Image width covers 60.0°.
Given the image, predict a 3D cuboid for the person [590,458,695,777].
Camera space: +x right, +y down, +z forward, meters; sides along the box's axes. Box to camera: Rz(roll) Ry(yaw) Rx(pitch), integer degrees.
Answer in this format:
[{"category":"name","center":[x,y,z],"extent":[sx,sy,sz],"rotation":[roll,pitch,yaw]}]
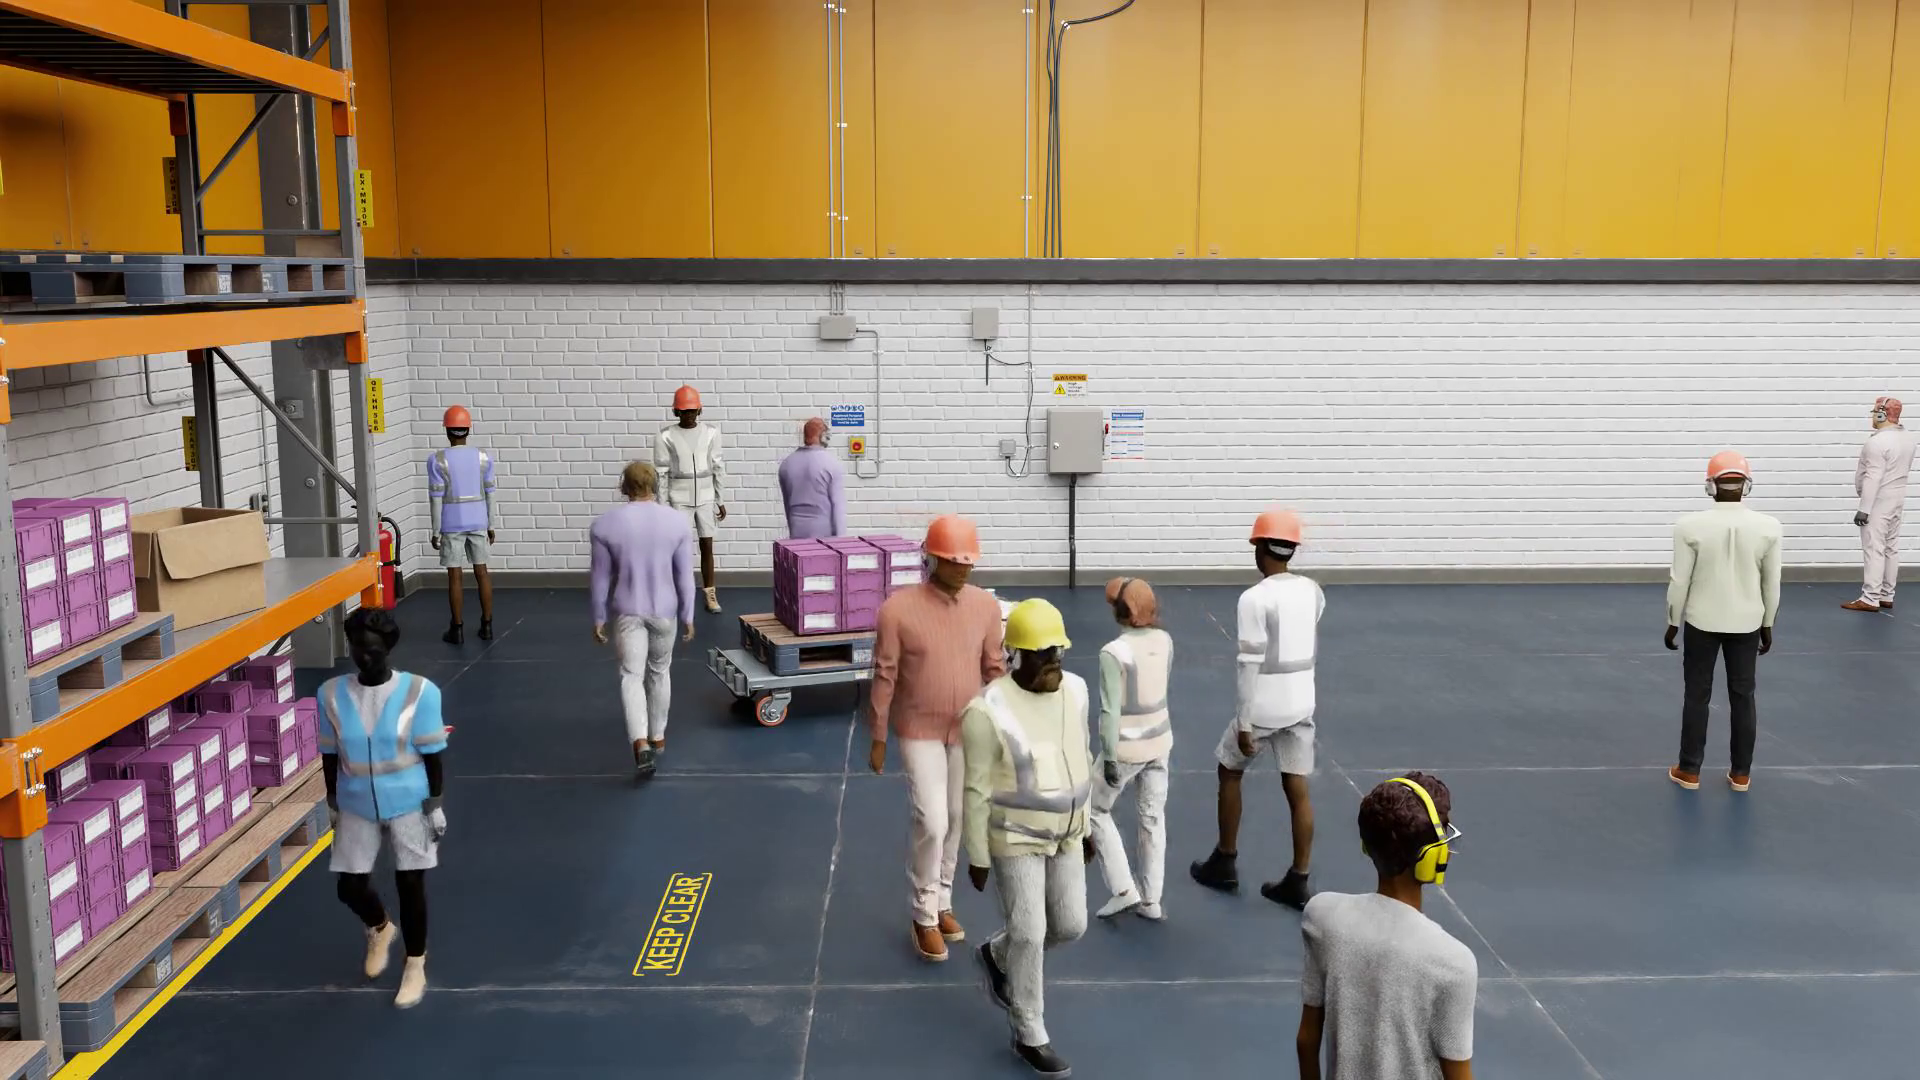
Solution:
[{"category":"person","center":[-1.916,0.456,10.094],"extent":[0.629,1.904,0.931],"rotation":[-2,10,-15]}]

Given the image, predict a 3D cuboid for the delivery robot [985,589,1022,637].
[{"category":"delivery robot","center":[0.223,0.620,12.877],"extent":[0.707,0.478,0.477],"rotation":[-4,10,-21]}]

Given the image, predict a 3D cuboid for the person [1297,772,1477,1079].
[{"category":"person","center":[1.031,1.464,3.969],"extent":[0.327,1.874,0.520],"rotation":[-7,12,-38]}]

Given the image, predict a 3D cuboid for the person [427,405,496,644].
[{"category":"person","center":[-4.040,-0.124,13.501],"extent":[0.543,1.939,0.355],"rotation":[-6,11,-33]}]

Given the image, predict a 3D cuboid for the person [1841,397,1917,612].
[{"category":"person","center":[8.154,-0.315,14.769],"extent":[0.641,1.908,0.407],"rotation":[-7,11,-35]}]

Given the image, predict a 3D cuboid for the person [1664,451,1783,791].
[{"category":"person","center":[4.425,0.475,9.678],"extent":[0.609,1.986,0.392],"rotation":[2,9,11]}]

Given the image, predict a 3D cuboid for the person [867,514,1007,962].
[{"category":"person","center":[-0.041,0.864,7.347],"extent":[0.639,1.964,0.671],"rotation":[-5,11,-28]}]

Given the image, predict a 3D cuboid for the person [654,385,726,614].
[{"category":"person","center":[-2.357,-0.343,14.589],"extent":[0.615,2.028,0.409],"rotation":[-4,10,-24]}]

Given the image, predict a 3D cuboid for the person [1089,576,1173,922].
[{"category":"person","center":[0.794,0.976,7.710],"extent":[0.512,1.627,0.385],"rotation":[-8,12,-41]}]

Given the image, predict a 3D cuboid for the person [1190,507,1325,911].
[{"category":"person","center":[1.461,0.789,8.032],"extent":[0.558,1.888,0.822],"rotation":[-6,11,-33]}]

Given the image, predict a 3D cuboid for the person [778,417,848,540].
[{"category":"person","center":[-1.075,-0.043,13.231],"extent":[0.656,1.858,0.947],"rotation":[5,11,30]}]

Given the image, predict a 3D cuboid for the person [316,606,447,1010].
[{"category":"person","center":[-2.367,1.091,6.834],"extent":[0.534,1.687,0.383],"rotation":[0,9,-3]}]

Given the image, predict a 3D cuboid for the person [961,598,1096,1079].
[{"category":"person","center":[0.236,1.098,6.362],"extent":[0.597,1.822,0.568],"rotation":[-8,12,-40]}]
